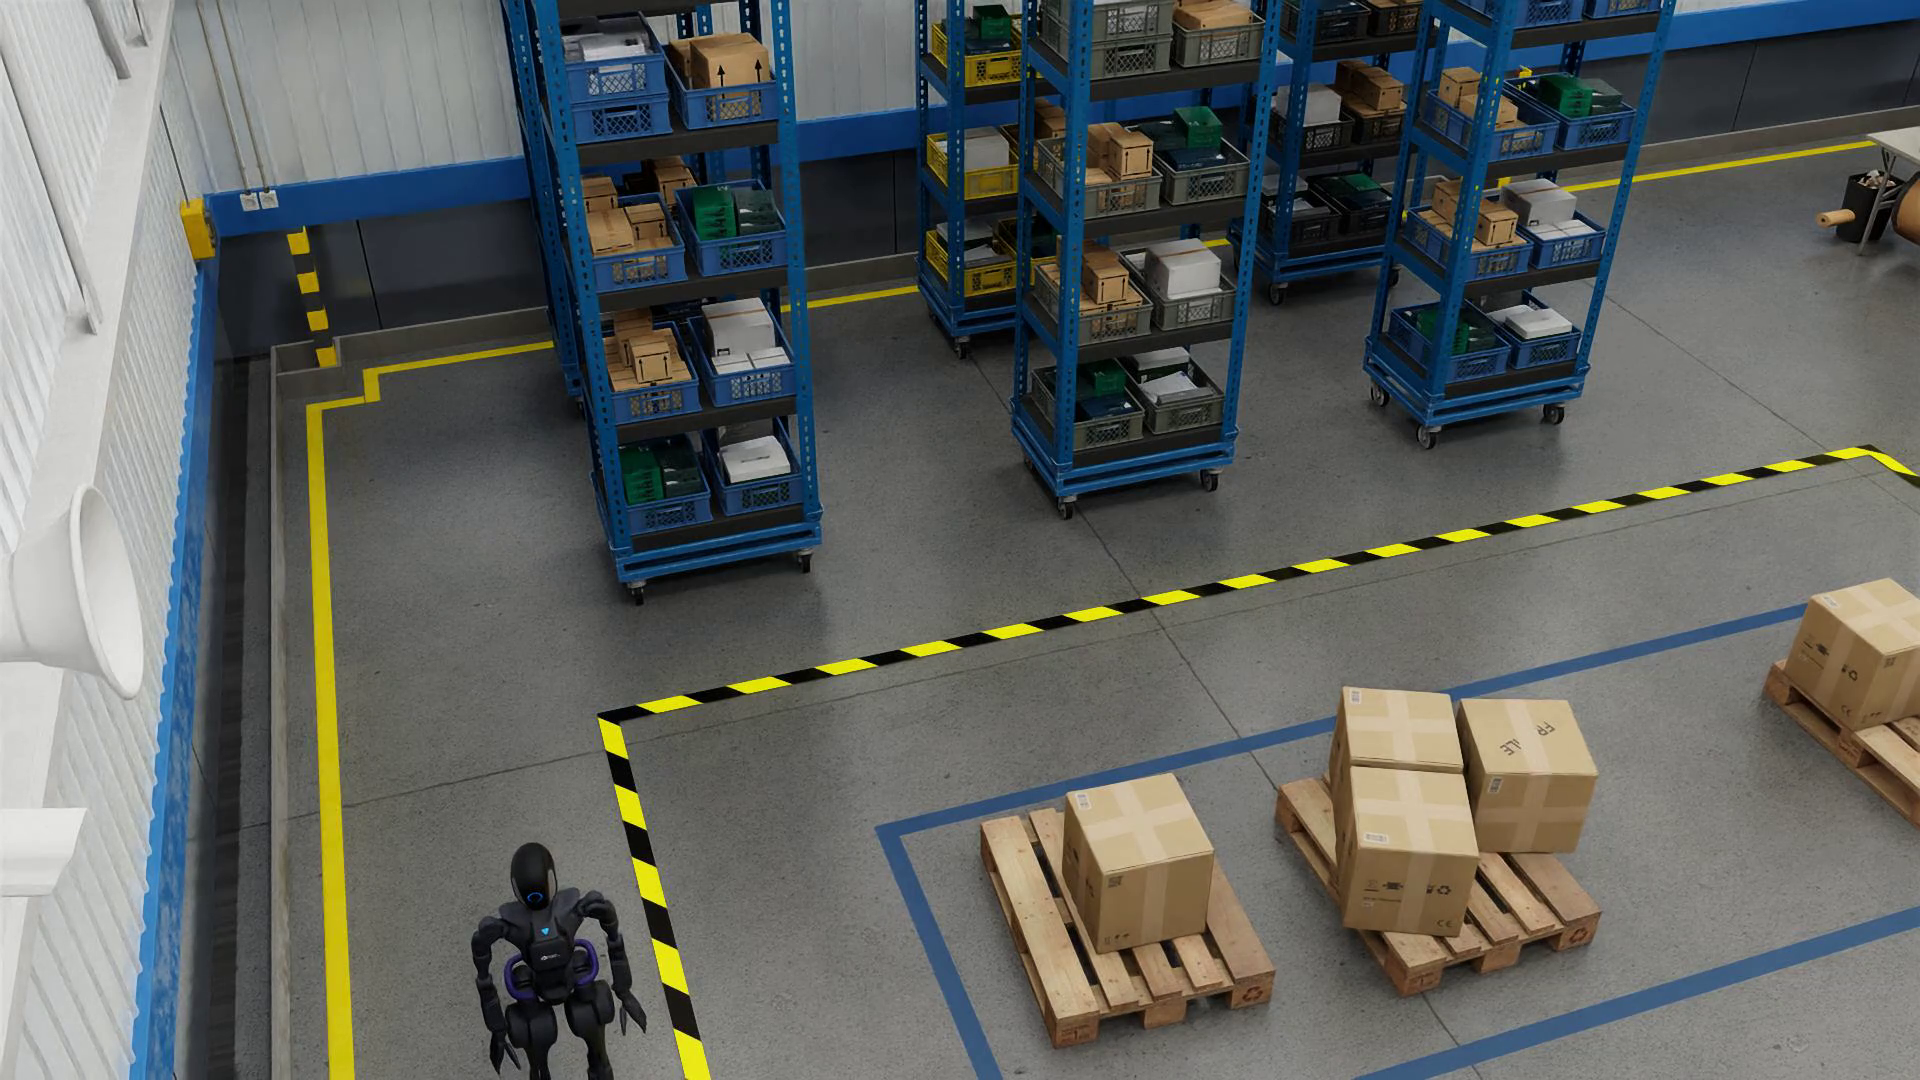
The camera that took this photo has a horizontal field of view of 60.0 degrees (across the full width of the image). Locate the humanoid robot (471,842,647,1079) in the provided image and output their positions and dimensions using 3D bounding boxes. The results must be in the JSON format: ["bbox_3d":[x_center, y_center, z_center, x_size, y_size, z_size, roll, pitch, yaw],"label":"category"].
[{"bbox_3d":[-1.511,1.766,6.317,0.599,1.657,0.315,-12,37,-17],"label":"humanoid robot"}]
